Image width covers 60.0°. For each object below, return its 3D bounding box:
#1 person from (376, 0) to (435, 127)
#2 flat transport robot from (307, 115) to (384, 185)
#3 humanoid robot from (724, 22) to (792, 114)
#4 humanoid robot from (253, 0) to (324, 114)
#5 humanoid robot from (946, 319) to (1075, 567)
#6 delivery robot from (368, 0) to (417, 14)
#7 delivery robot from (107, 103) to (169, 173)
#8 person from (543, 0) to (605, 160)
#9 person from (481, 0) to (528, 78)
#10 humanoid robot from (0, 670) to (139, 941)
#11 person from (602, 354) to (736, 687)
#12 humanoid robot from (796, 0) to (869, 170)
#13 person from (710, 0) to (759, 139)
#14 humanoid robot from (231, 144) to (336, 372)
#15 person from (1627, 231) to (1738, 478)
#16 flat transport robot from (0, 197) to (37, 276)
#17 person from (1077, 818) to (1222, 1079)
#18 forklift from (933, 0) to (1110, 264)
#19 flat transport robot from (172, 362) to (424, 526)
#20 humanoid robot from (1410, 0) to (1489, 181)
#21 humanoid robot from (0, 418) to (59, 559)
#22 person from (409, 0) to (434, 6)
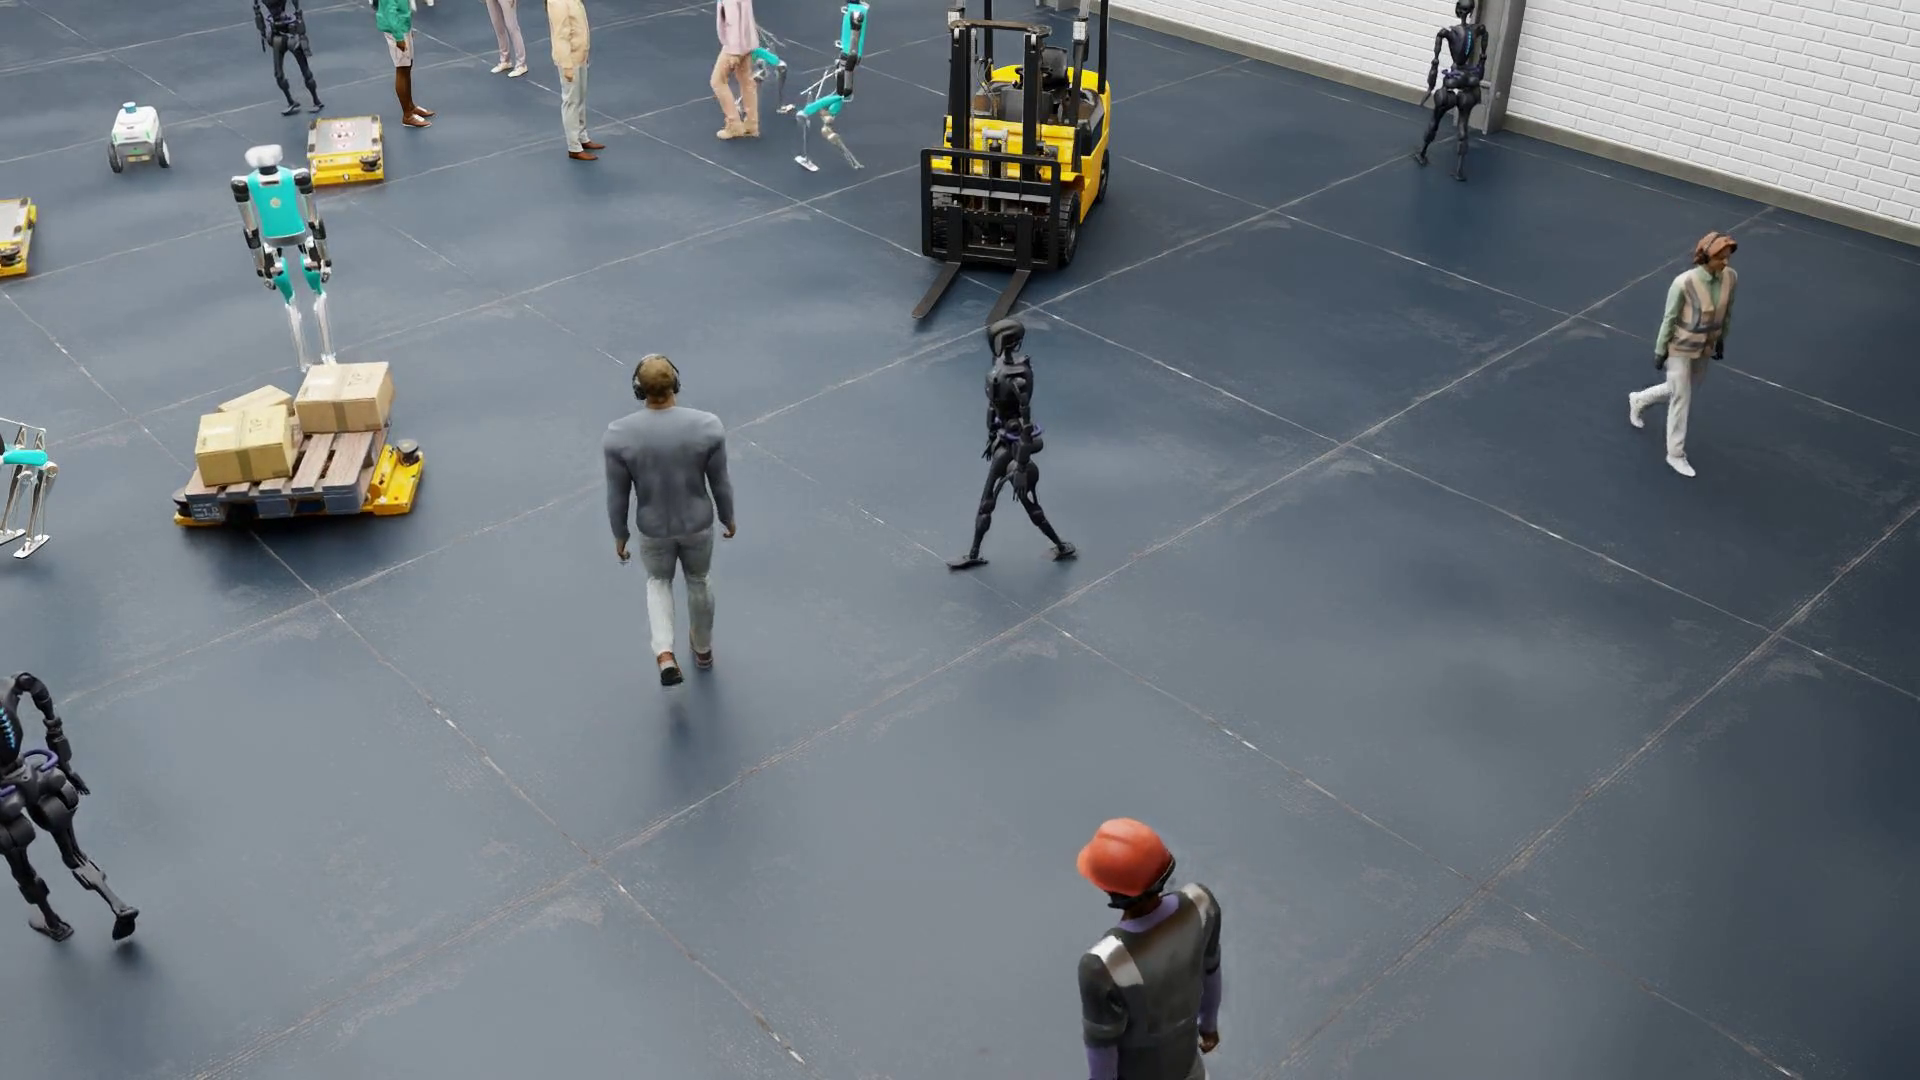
[{"bbox_3d":[-5.565,-5.049,16.484,0.397,1.851,0.493,-4,33,-6],"label":"person"},{"bbox_3d":[-5.884,-3.752,15.940,0.659,0.231,1.431,-9,34,-14],"label":"flat transport robot"},{"bbox_3d":[-1.997,-5.148,16.756,0.868,1.787,0.541,-8,34,-13],"label":"humanoid robot"},{"bbox_3d":[-6.786,-5.109,16.754,0.594,1.636,0.455,9,34,14],"label":"humanoid robot"},{"bbox_3d":[0.325,-0.532,9.755,0.796,1.632,0.612,-10,34,-16],"label":"humanoid robot"},{"bbox_3d":[-6.891,-6.700,20.202,0.499,0.587,0.777,-19,37,-26],"label":"delivery robot"},{"bbox_3d":[-7.833,-3.866,15.830,0.499,0.570,0.747,-10,34,-15],"label":"delivery robot"},{"bbox_3d":[-3.666,-4.552,15.700,0.401,1.876,0.555,4,33,5],"label":"person"},{"bbox_3d":[-4.962,-5.862,17.819,0.516,1.756,0.335,19,38,27],"label":"person"},{"bbox_3d":[-4.010,1.140,7.149,0.614,1.640,0.600,17,37,25],"label":"humanoid robot"},{"bbox_3d":[-1.506,-0.056,8.751,0.655,1.915,0.601,-6,33,-9],"label":"person"},{"bbox_3d":[-1.291,-4.240,15.392,0.920,1.767,0.538,-3,33,-4],"label":"humanoid robot"},{"bbox_3d":[-2.220,-4.760,16.114,0.569,1.766,0.531,5,33,8],"label":"person"},{"bbox_3d":[-4.795,-2.024,11.964,0.538,1.820,0.679,-11,35,-16],"label":"humanoid robot"},{"bbox_3d":[4.748,-1.278,10.898,0.524,1.610,0.722,-14,35,-20],"label":"person"},{"bbox_3d":[-8.255,-2.558,14.105,0.659,0.231,1.431,-12,35,-18],"label":"flat transport robot"},{"bbox_3d":[0.724,1.836,5.774,0.641,2.007,0.802,-22,39,-30],"label":"person"},{"bbox_3d":[0.570,-3.725,14.138,1.214,2.155,2.313,9,34,13],"label":"forklift"},{"bbox_3d":[-4.253,-0.367,10.737,1.431,0.231,0.659,-3,33,-5],"label":"flat transport robot"},{"bbox_3d":[4.561,-4.208,15.375,0.603,1.625,0.735,-7,34,-11],"label":"humanoid robot"},{"bbox_3d":[-5.703,-0.701,9.782,0.533,1.677,0.735,15,36,21],"label":"humanoid robot"},{"bbox_3d":[-6.678,-7.360,20.021,0.792,1.867,0.410,-26,41,-34],"label":"person"}]
